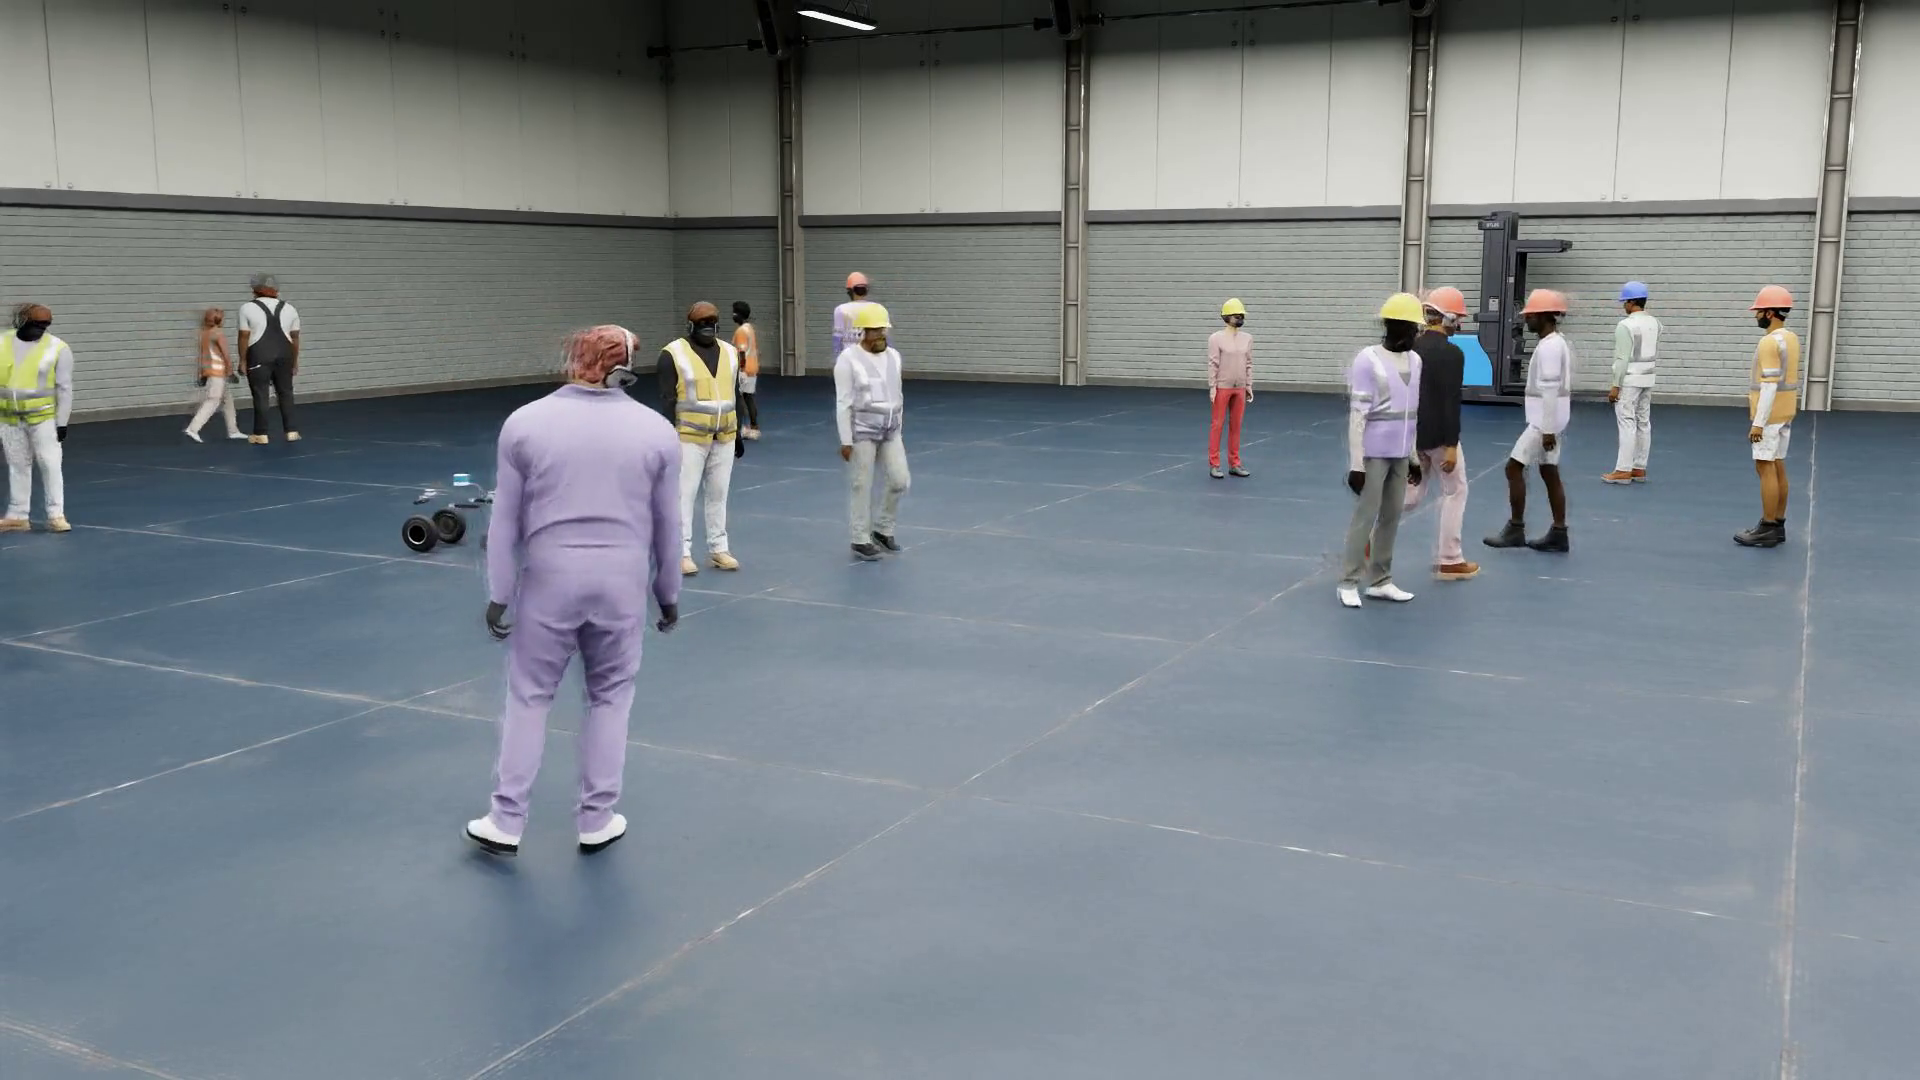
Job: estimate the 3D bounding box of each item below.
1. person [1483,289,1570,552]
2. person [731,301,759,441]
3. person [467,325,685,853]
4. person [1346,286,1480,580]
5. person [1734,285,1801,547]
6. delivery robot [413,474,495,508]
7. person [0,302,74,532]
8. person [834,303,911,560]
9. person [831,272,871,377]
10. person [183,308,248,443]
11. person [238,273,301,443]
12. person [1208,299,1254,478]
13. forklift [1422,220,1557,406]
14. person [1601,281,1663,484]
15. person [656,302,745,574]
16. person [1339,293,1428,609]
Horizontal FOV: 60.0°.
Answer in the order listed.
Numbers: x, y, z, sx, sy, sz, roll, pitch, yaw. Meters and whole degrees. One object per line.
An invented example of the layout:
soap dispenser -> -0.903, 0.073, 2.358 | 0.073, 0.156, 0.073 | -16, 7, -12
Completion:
person -> 4.166, -0.870, 12.186 | 0.750, 1.910, 0.562 | 4, 10, 24
person -> -2.658, -2.033, 20.044 | 0.487, 1.677, 0.559 | 1, 9, 5
person -> -1.352, 0.169, 5.938 | 0.749, 1.863, 0.410 | -3, 10, -16
person -> 3.043, -0.693, 10.955 | 0.899, 1.948, 0.627 | -3, 10, -20
person -> 6.055, -0.932, 12.480 | 0.377, 1.936, 0.549 | 9, 13, 43
delivery robot -> -3.701, -0.374, 12.336 | 0.698, 0.223, 0.335 | 2, 9, 12
person -> -7.349, -0.948, 13.033 | 0.770, 1.811, 0.433 | 0, 9, -3
person -> -0.600, -0.759, 11.769 | 0.626, 1.816, 0.467 | -8, 12, -41
person -> -1.193, -2.093, 19.367 | 0.605, 2.024, 0.533 | -5, 10, -28
person -> -8.968, -1.976, 19.929 | 0.795, 1.599, 0.498 | -9, 13, -43
person -> -8.269, -2.166, 19.906 | 0.725, 2.000, 0.574 | -8, 12, -41
person -> 2.697, -1.510, 16.565 | 0.526, 1.772, 0.303 | -5, 10, -27
forklift -> 8.245, -3.527, 25.720 | 1.873, 2.768, 1.129 | 5, 10, 27
person -> 6.508, -1.522, 16.092 | 0.604, 1.947, 0.387 | -7, 11, -36
person -> -1.743, -0.698, 11.345 | 0.633, 1.839, 0.429 | -7, 12, -37
person -> 2.606, -0.548, 10.238 | 0.674, 1.913, 0.443 | -7, 12, -38
